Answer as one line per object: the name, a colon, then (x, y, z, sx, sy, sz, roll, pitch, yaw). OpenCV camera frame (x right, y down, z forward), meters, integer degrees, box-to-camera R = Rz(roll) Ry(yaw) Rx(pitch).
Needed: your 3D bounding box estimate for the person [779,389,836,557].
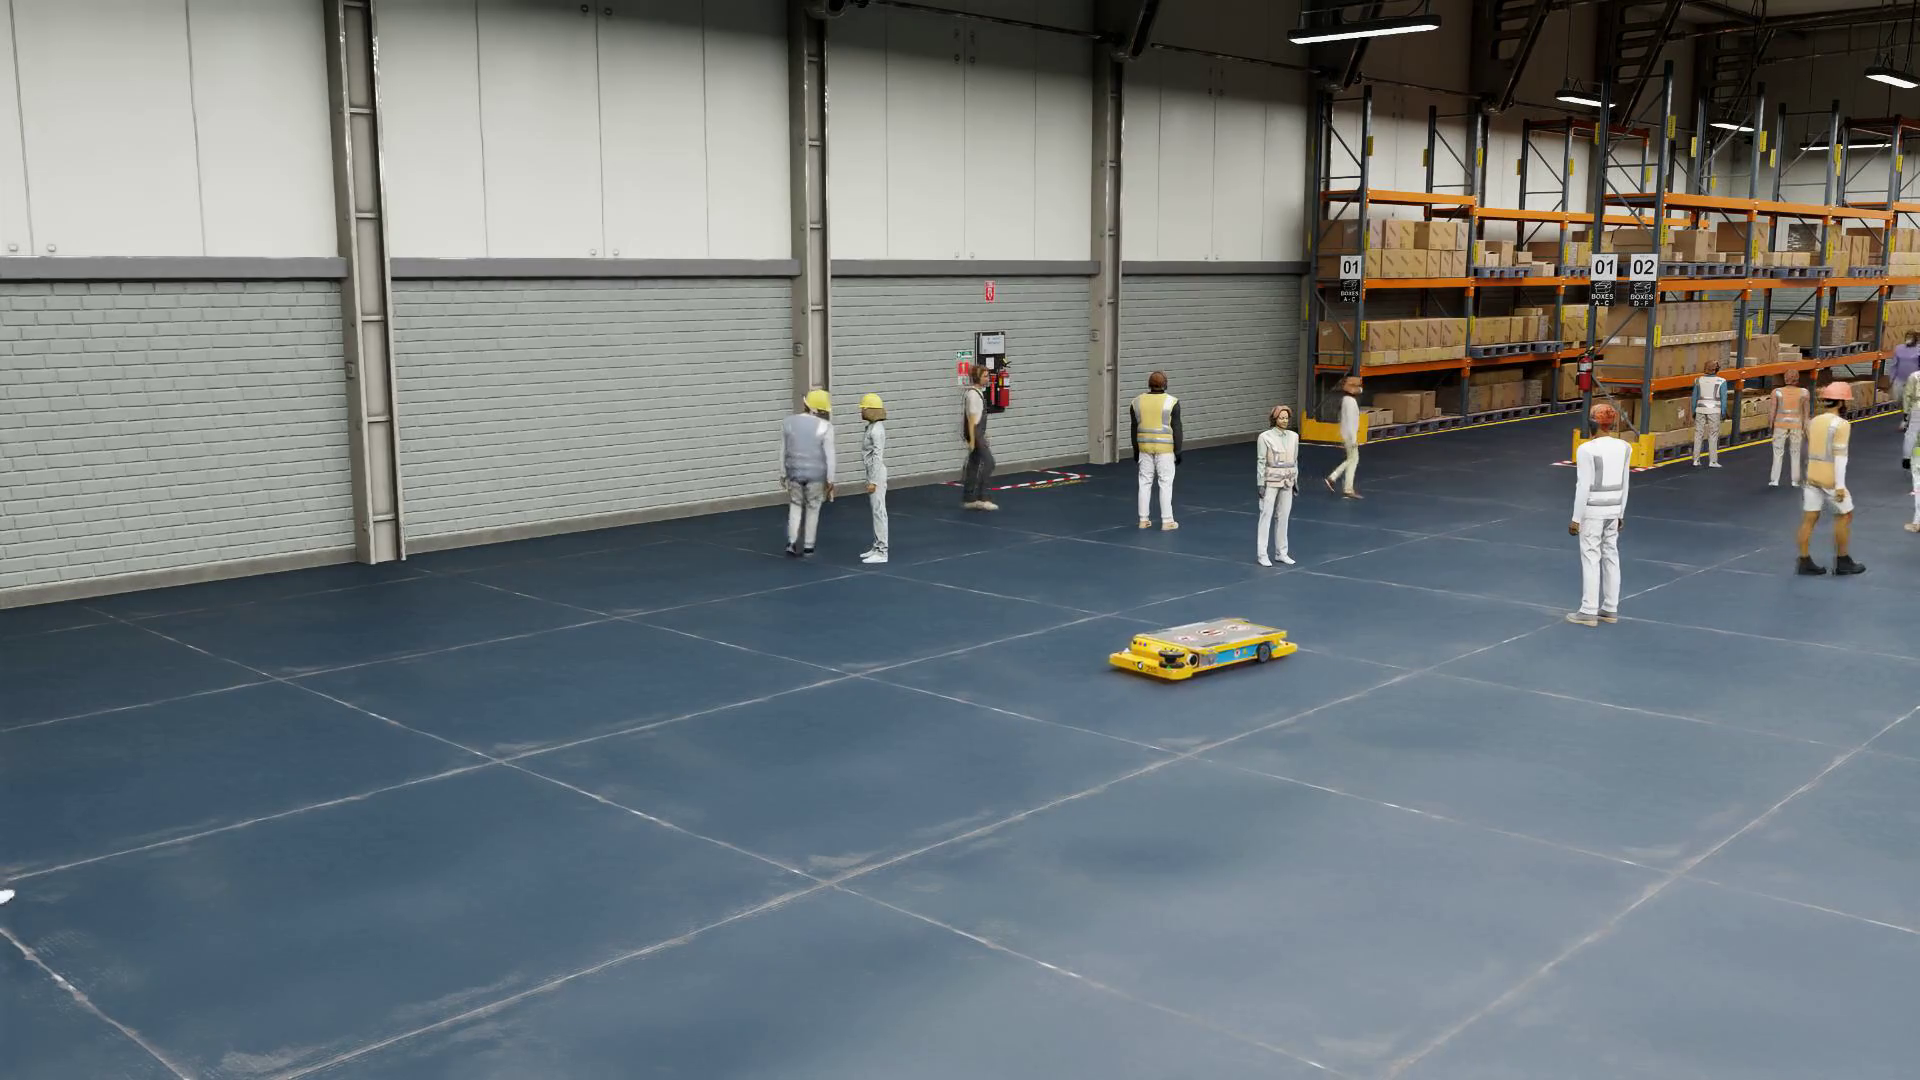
person: (-1.582, -0.685, 17.323, 0.617, 1.781, 0.441, 2, 10, 11)

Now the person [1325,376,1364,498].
person: (5.092, -1.346, 21.839, 0.418, 1.617, 0.519, 1, 9, 4)

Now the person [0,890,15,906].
person: (-4.970, 0.873, 7.532, 0.972, 1.885, 0.602, -9, 13, -43)

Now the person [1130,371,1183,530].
person: (2.291, -1.036, 19.265, 0.632, 1.846, 0.429, 5, 11, 28)

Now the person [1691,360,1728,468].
person: (11.364, -1.914, 25.243, 0.311, 1.638, 0.521, -8, 13, -42)

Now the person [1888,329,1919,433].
person: (17.407, -2.916, 30.498, 0.647, 1.920, 0.641, -6, 11, -34)

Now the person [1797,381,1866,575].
person: (8.644, -0.597, 16.368, 0.780, 1.913, 0.571, -2, 10, -13)

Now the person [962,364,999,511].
person: (0.293, -1.276, 20.784, 0.612, 1.827, 0.529, 0, 9, 0)

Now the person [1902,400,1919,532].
person: (11.050, -0.984, 18.988, 0.662, 1.827, 0.447, -3, 10, -18)

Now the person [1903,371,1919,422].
person: (14.311, -1.899, 24.655, 0.587, 1.791, 0.920, 8, 12, 40)

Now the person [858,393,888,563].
person: (-0.898, -0.637, 17.141, 0.298, 1.745, 0.484, -1, 9, -4)

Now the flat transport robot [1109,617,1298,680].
flat transport robot: (1.883, 0.815, 12.766, 1.431, 0.197, 0.652, -8, 12, -39)

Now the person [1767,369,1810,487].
person: (11.428, -1.539, 22.956, 0.525, 1.639, 0.307, 3, 10, 17)

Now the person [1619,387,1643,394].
person: (11.997, -2.707, 29.697, 0.318, 1.767, 0.523, -7, 12, -37)

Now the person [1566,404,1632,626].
person: (5.426, -0.213, 14.129, 0.581, 1.882, 0.339, -4, 10, -25)

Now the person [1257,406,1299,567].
person: (3.233, -0.553, 16.944, 0.523, 1.640, 0.306, -5, 11, -29)
